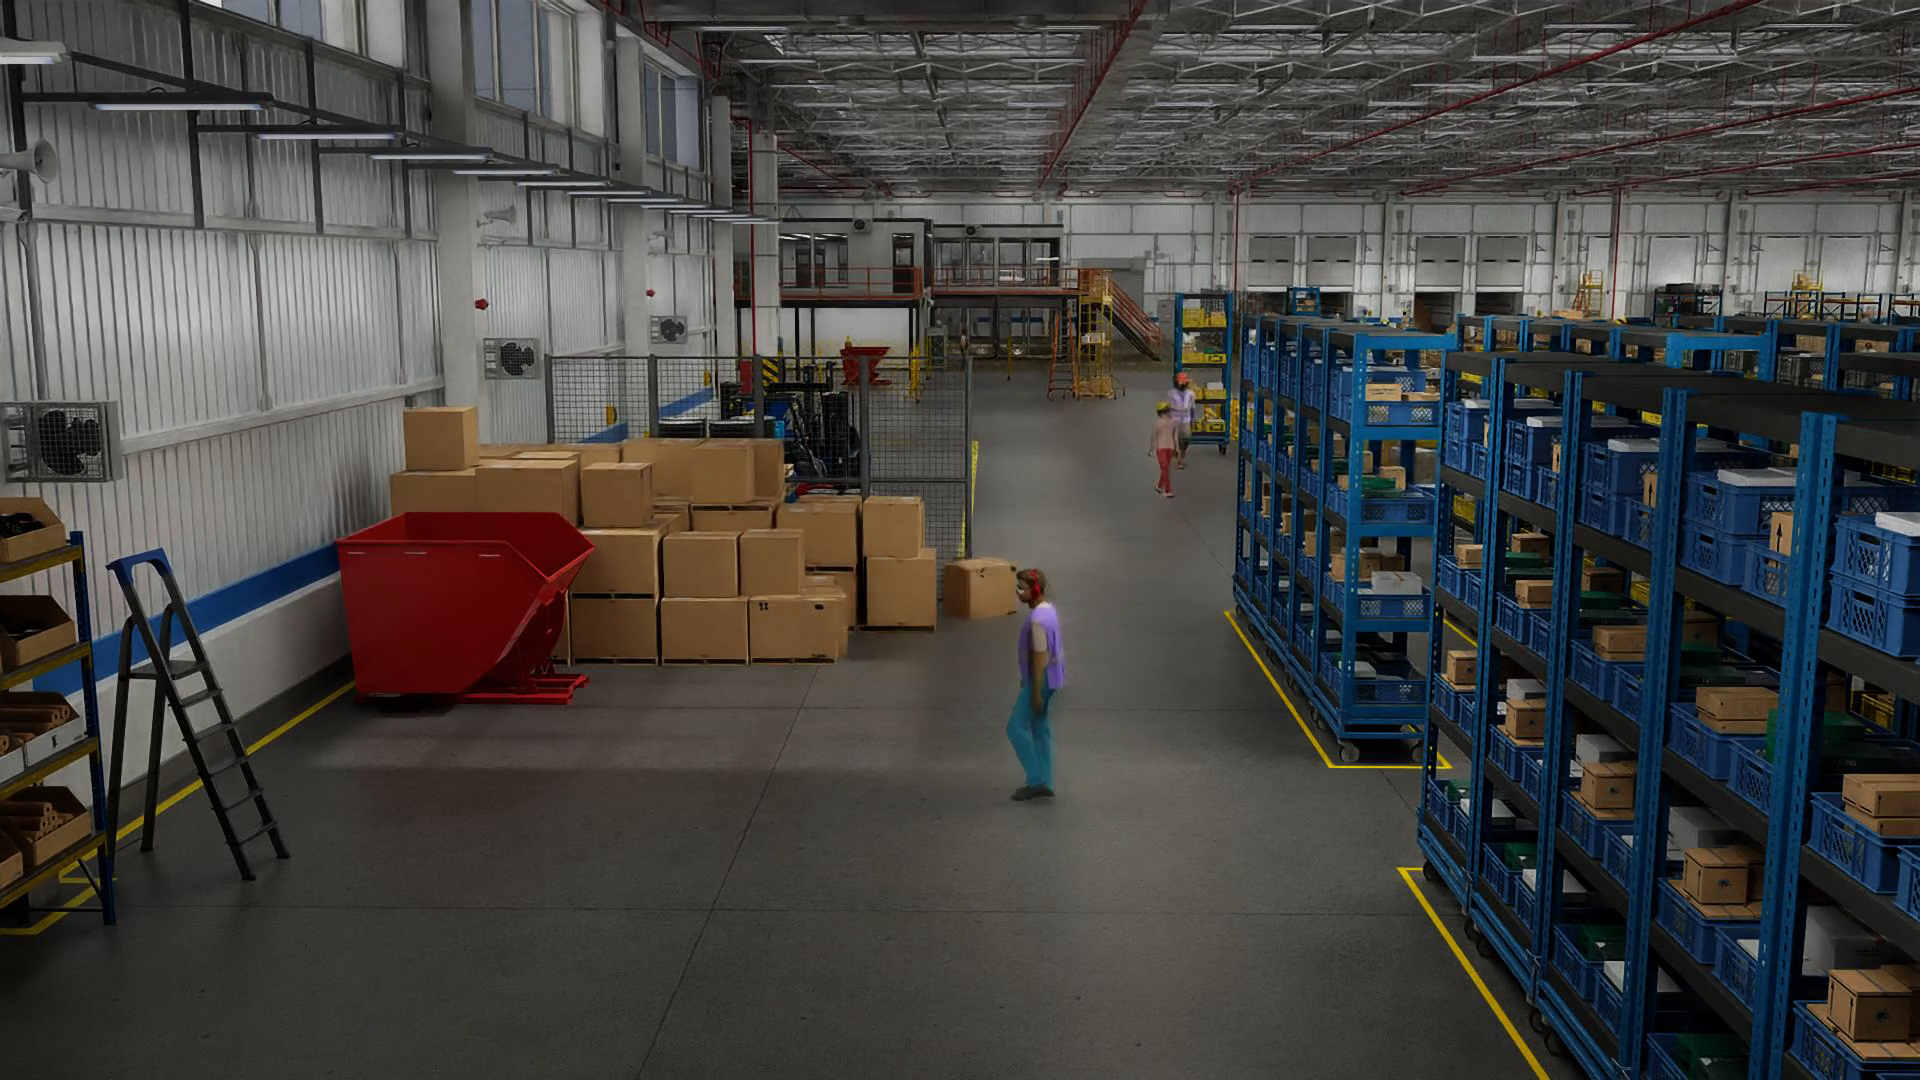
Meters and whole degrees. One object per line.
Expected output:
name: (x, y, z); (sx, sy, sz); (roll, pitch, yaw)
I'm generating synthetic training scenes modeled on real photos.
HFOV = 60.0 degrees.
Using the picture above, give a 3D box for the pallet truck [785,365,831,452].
pallet truck: (-3.774, -2.976, 37.635); (1.885, 1.965, 0.823); (1, 9, 5)

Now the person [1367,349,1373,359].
person: (12.951, -5.240, 52.158); (0.404, 1.824, 0.586); (-1, 9, -8)

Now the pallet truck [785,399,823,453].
pallet truck: (-3.814, -2.432, 36.419); (1.630, 1.274, 0.653); (0, 9, 1)

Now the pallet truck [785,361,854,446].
pallet truck: (-3.410, -3.193, 38.978); (1.885, 1.965, 0.823); (0, 9, -1)

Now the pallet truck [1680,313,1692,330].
pallet truck: (36.315, -10.531, 84.244); (0.823, 1.965, 1.885); (-6, 11, -33)

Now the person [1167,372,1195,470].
person: (4.563, -2.462, 34.377); (0.616, 2.028, 0.465); (-1, 9, -6)

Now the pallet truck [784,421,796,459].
pallet truck: (-4.013, -1.793, 32.705); (1.601, 1.201, 0.680); (0, 9, 1)

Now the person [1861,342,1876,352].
person: (31.503, -6.057, 57.750); (0.522, 1.636, 0.311); (6, 11, 35)

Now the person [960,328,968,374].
person: (0.167, -7.491, 65.962); (0.324, 1.842, 0.514); (0, 9, -2)

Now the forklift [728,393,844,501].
forklift: (-2.979, -1.316, 26.476); (2.680, 1.987, 1.157); (0, 9, 1)

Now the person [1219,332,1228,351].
person: (12.344, -9.469, 77.932); (0.391, 1.920, 0.587); (7, 12, 38)

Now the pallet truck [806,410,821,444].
pallet truck: (-3.559, -2.018, 33.905); (1.522, 1.261, 0.704); (0, 9, -1)

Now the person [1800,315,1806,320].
person: (41.998, -10.246, 82.887); (1.001, 1.867, 0.604); (2, 9, 11)

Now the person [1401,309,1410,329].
person: (25.197, -12.112, 94.248); (0.586, 1.918, 0.395); (-6, 11, -31)

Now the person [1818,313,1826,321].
person: (45.138, -10.984, 87.328); (0.644, 1.911, 0.862); (-6, 11, -34)

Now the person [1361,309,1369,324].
person: (22.912, -12.059, 93.886); (0.798, 1.914, 0.614); (0, 9, -1)

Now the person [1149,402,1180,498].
person: (3.685, -1.656, 30.355); (0.538, 1.713, 0.890); (-5, 10, -27)

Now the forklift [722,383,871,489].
forklift: (-2.893, -1.687, 28.729); (2.680, 1.987, 1.157); (0, 9, -1)

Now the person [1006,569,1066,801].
person: (0.583, 1.117, 12.907); (0.477, 1.830, 0.616); (2, 9, 11)

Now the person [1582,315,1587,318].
person: (29.635, -9.691, 78.926); (0.694, 2.000, 0.621); (8, 12, 40)

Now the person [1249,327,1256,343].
person: (12.915, -8.727, 73.628); (0.600, 1.843, 0.963); (-5, 11, -29)

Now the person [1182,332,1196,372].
person: (9.235, -7.730, 67.467); (0.587, 1.843, 0.989); (-2, 9, -13)

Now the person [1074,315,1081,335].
person: (6.871, -12.366, 95.850); (0.584, 1.911, 0.391); (-5, 10, -27)

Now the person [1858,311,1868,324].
person: (48.649, -11.387, 89.761); (0.551, 1.914, 0.581); (-4, 10, -22)

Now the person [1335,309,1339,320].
person: (22.166, -12.700, 98.014); (0.328, 1.873, 0.512); (1, 9, 7)
